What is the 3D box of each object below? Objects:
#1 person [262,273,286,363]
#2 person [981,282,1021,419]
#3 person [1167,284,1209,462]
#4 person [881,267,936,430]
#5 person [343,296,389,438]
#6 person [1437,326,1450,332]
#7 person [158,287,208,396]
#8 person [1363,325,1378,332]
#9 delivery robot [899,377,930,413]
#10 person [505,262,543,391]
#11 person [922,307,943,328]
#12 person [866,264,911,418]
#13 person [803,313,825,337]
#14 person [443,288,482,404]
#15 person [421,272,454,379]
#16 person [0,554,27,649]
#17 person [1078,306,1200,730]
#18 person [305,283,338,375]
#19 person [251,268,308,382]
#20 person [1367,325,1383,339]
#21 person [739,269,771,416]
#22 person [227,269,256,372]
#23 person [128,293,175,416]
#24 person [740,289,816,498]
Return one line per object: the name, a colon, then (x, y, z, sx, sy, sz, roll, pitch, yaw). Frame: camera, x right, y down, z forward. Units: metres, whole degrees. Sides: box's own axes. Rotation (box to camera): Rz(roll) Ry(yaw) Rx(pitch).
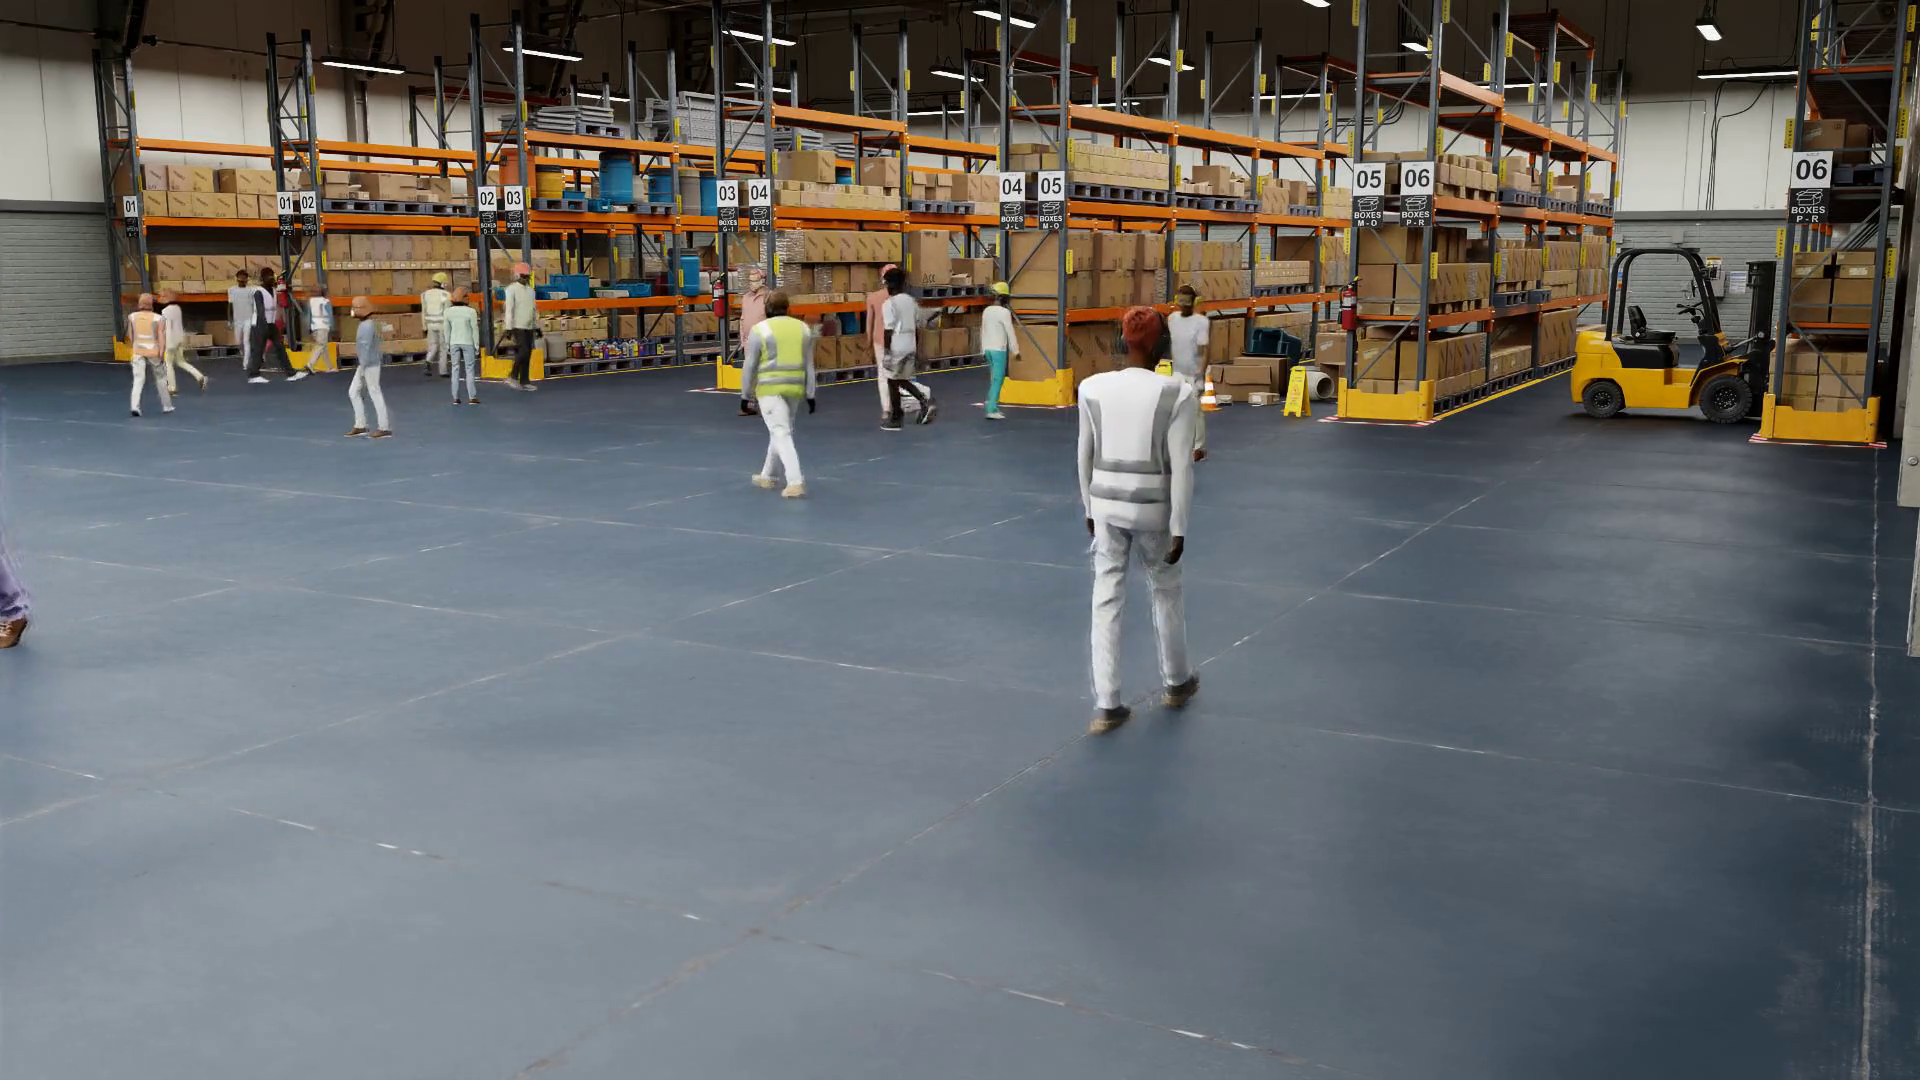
person: (-13.271, -4.269, 32.091, 0.526, 1.745, 0.722, 6, 12, 33)
person: (0.520, -2.405, 21.195, 0.491, 1.747, 0.539, -6, 11, -30)
person: (2.241, -1.621, 16.446, 0.524, 1.794, 0.983, 7, 12, 34)
person: (-0.656, -2.253, 19.709, 0.596, 1.946, 0.607, 7, 12, 34)
person: (-6.815, -1.951, 18.885, 0.611, 1.608, 0.538, -5, 11, -26)
person: (9.962, -4.698, 34.388, 0.570, 1.823, 0.725, 1, 10, 6)
person: (-11.595, -2.941, 24.692, 0.621, 1.612, 0.499, 1, 10, 4)
person: (9.655, -5.665, 39.405, 0.869, 2.000, 0.704, 8, 12, 38)
delivery robot: (-0.596, -1.811, 20.910, 0.477, 0.478, 0.707, 2, 10, 10)
person: (-6.694, -3.267, 25.543, 0.430, 1.976, 0.631, 3, 10, 20)
person: (-0.583, -6.307, 43.231, 0.765, 2.024, 0.625, 6, 11, 30)
person: (-0.903, -2.575, 21.535, 0.615, 1.960, 0.874, 0, 10, 1)
person: (-2.717, -4.003, 30.705, 0.540, 1.683, 0.358, 4, 11, 23)
person: (-6.974, -2.713, 23.316, 0.501, 1.633, 0.279, 1, 10, 5)
person: (-8.778, -3.595, 27.997, 0.594, 1.807, 0.485, 2, 10, 13)
person: (-5.172, -0.290, 8.458, 0.642, 1.871, 0.957, 0, 10, 0)
person: (0.822, -0.119, 7.505, 0.582, 1.846, 0.910, 4, 11, 24)
person: (-11.286, -3.716, 29.266, 0.529, 1.610, 0.799, 5, 11, 25)
person: (-11.250, -3.511, 27.272, 0.963, 1.872, 0.633, 0, 10, 3)
person: (9.155, -5.090, 36.582, 0.509, 1.860, 0.333, 3, 10, 15)
person: (-2.594, -2.538, 21.510, 0.636, 1.903, 0.404, 5, 11, 29)
person: (-12.943, -3.963, 30.018, 0.535, 1.843, 0.630, -3, 10, -14)
person: (-10.618, -2.425, 21.731, 0.511, 1.595, 0.864, -1, 10, -4)
person: (-1.585, -1.280, 14.489, 0.644, 1.790, 1.004, -8, 13, -39)
